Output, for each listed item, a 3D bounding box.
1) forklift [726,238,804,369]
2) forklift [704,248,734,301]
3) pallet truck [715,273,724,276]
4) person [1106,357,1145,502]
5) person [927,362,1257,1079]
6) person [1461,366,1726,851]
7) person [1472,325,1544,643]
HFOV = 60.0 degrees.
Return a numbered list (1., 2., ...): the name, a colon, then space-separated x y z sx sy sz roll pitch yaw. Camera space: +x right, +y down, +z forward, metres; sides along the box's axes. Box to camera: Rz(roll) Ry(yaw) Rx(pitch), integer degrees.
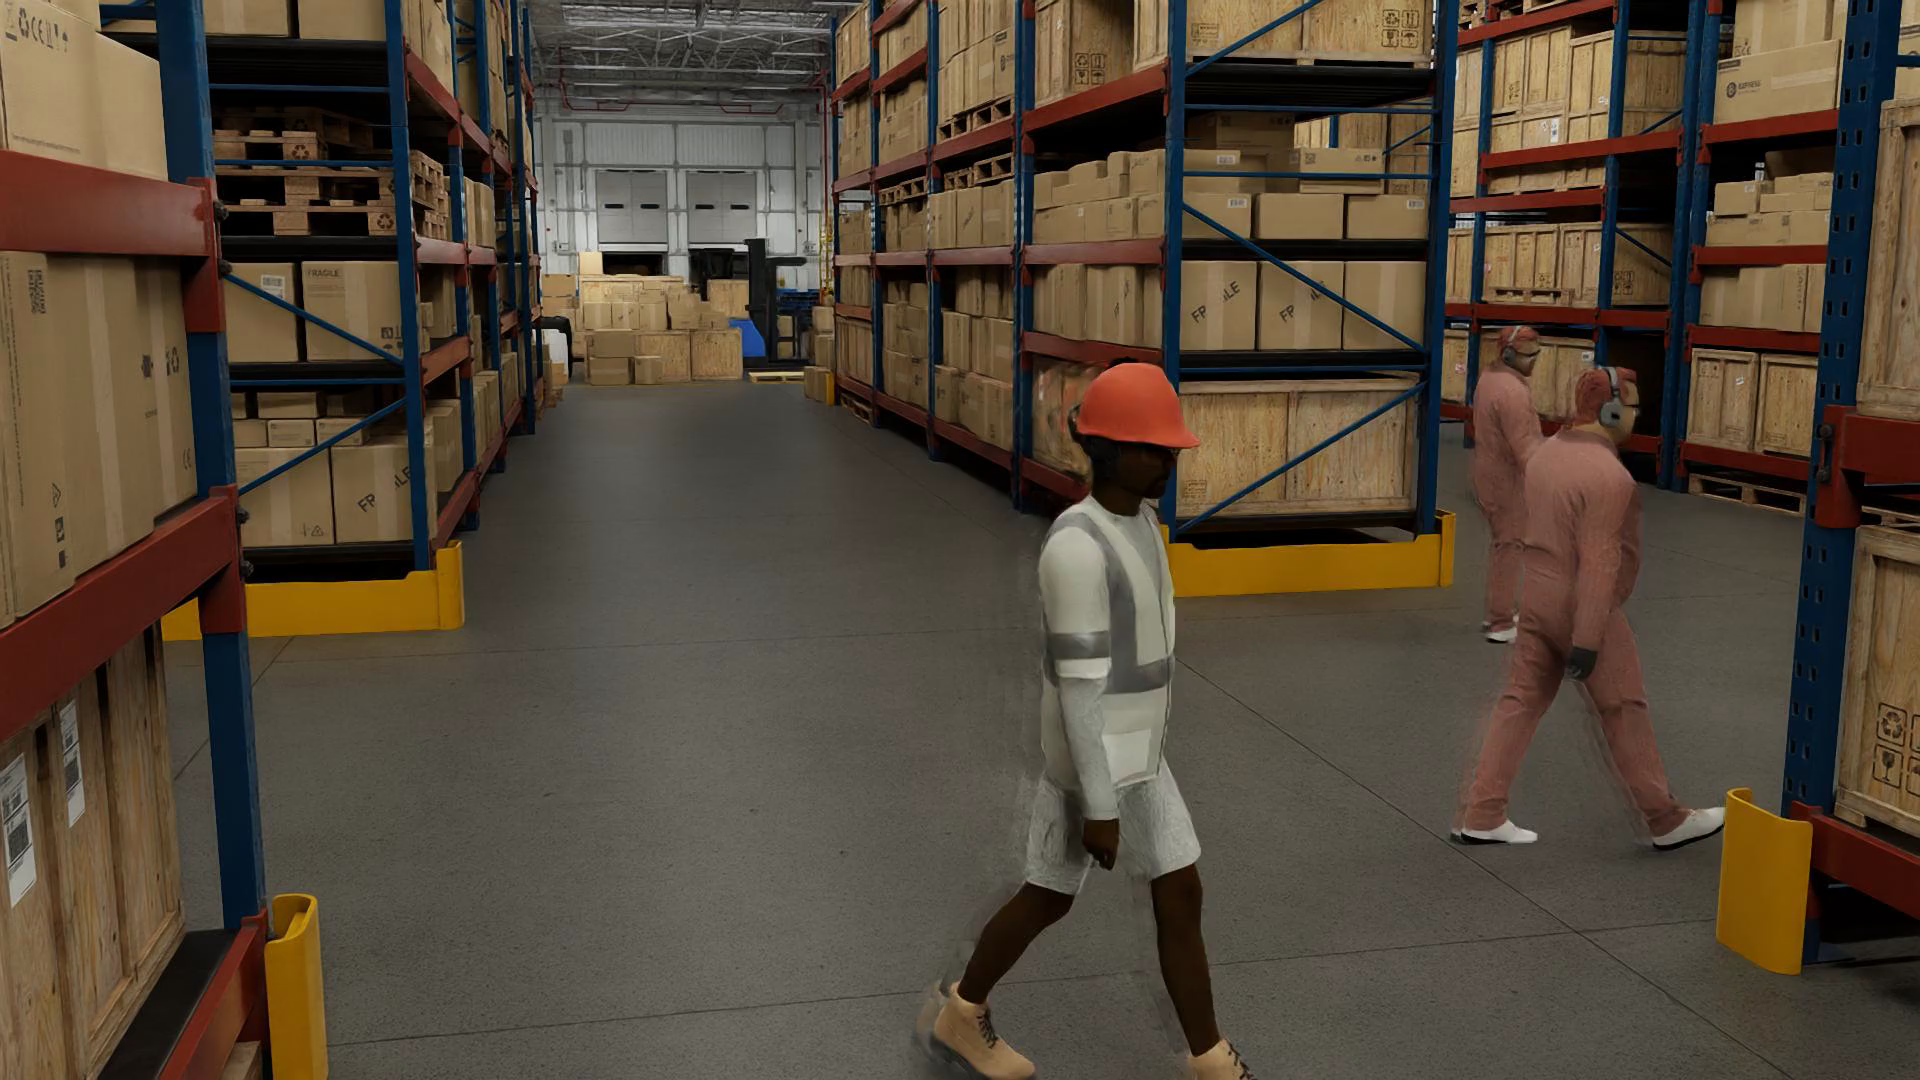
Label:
1. forklift: -4.384 -5.092 35.858 1.873 2.768 1.129 -2 10 -12
2. forklift: -7.619 -7.879 52.846 1.129 2.768 1.873 -7 12 -38
3. pallet truck: -8.580 -8.986 62.280 1.885 1.965 0.823 1 9 5
4. person: 0.932 -0.294 10.258 0.701 1.678 0.539 -2 10 -12
5. person: 0.358 0.537 4.292 1.059 1.993 0.630 5 10 27
6. person: 2.397 0.274 6.295 0.988 1.848 0.649 -2 9 -10
7. person: 3.287 -0.318 9.791 0.531 1.888 0.663 1 9 7
